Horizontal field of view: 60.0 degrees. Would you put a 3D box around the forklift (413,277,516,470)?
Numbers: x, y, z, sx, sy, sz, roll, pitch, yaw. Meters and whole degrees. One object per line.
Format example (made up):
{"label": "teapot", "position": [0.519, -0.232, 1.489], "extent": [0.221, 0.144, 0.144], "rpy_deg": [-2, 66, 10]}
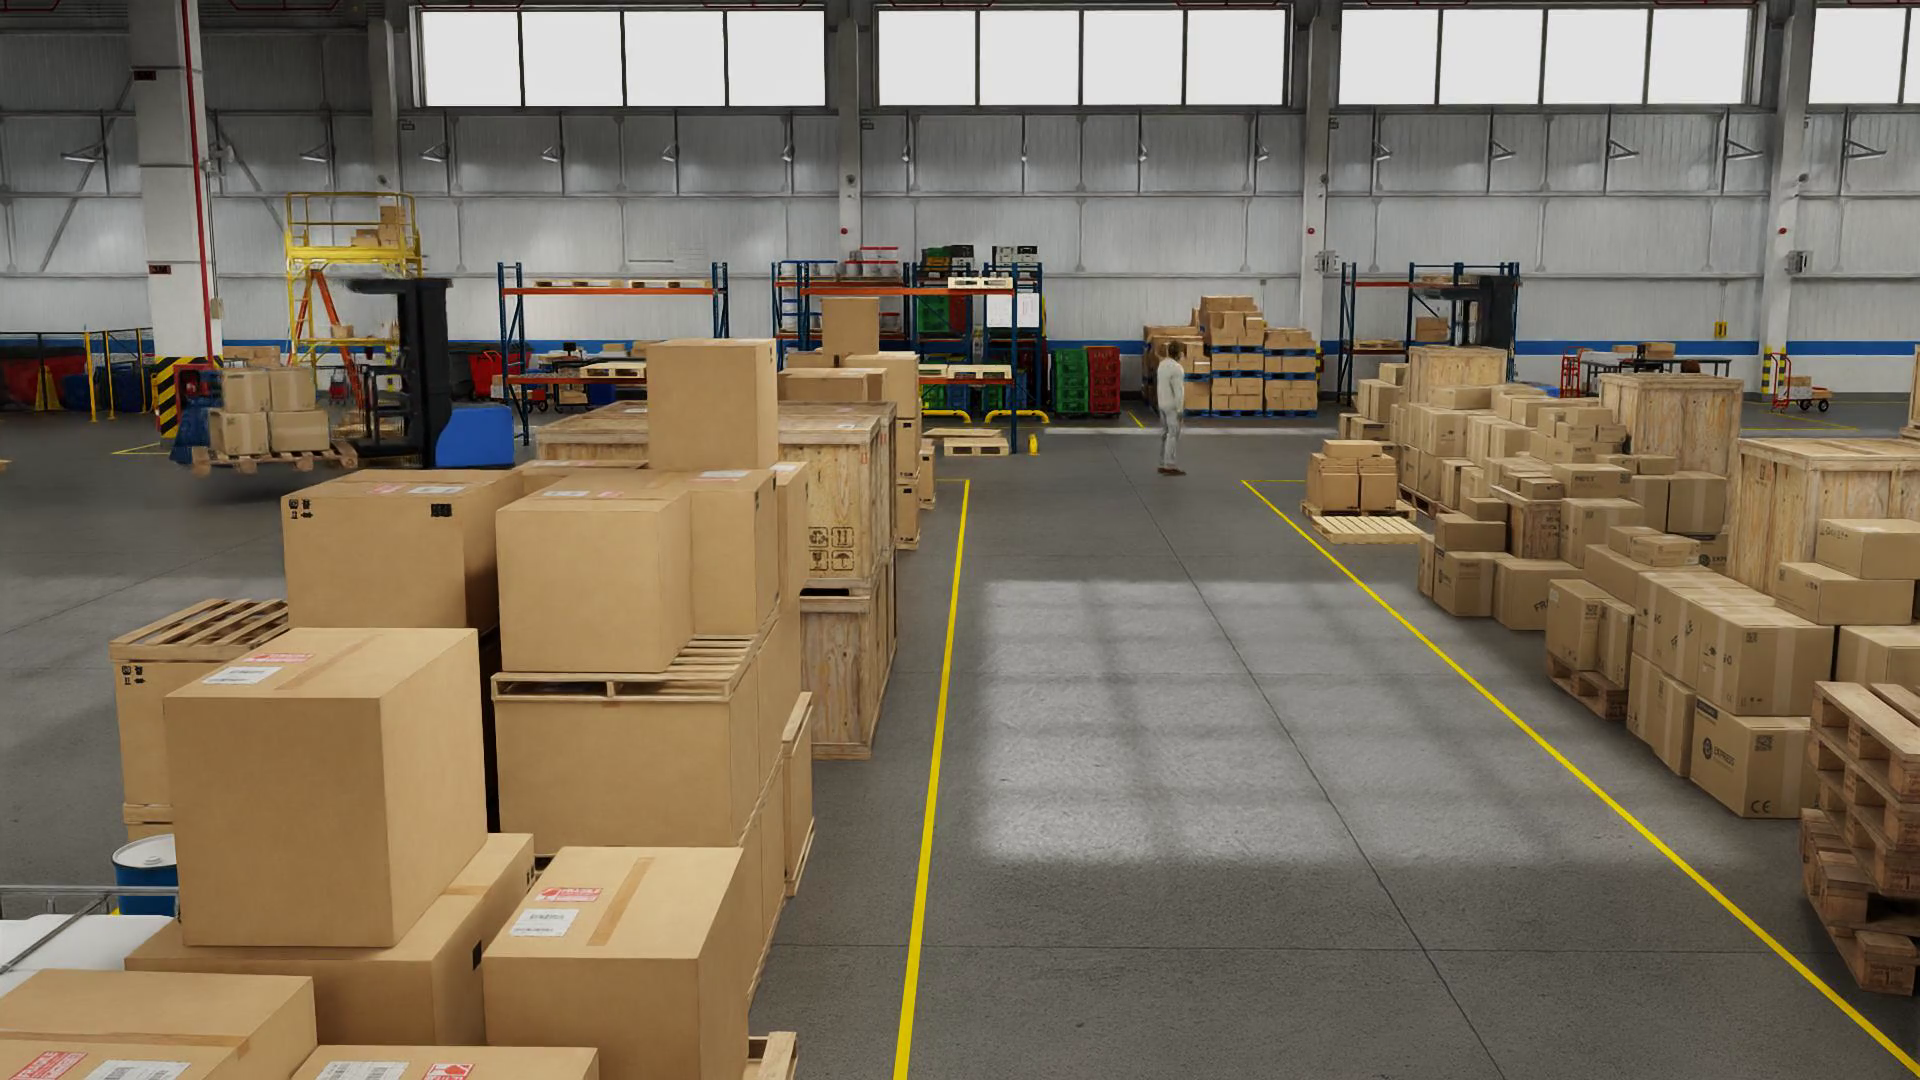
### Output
{"label": "forklift", "position": [-7.090, -2.146, 22.490], "extent": [1.873, 2.768, 1.129], "rpy_deg": [-4, 10, -25]}

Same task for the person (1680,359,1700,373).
{"label": "person", "position": [9.019, -1.323, 20.673], "extent": [0.637, 1.840, 0.429], "rpy_deg": [-3, 10, -18]}

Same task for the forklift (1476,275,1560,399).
{"label": "forklift", "position": [8.501, -2.812, 26.481], "extent": [1.873, 2.768, 1.129], "rpy_deg": [0, 9, 1]}

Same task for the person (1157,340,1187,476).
{"label": "person", "position": [3.019, -1.886, 23.751], "extent": [0.355, 1.936, 0.635], "rpy_deg": [-3, 10, -19]}
